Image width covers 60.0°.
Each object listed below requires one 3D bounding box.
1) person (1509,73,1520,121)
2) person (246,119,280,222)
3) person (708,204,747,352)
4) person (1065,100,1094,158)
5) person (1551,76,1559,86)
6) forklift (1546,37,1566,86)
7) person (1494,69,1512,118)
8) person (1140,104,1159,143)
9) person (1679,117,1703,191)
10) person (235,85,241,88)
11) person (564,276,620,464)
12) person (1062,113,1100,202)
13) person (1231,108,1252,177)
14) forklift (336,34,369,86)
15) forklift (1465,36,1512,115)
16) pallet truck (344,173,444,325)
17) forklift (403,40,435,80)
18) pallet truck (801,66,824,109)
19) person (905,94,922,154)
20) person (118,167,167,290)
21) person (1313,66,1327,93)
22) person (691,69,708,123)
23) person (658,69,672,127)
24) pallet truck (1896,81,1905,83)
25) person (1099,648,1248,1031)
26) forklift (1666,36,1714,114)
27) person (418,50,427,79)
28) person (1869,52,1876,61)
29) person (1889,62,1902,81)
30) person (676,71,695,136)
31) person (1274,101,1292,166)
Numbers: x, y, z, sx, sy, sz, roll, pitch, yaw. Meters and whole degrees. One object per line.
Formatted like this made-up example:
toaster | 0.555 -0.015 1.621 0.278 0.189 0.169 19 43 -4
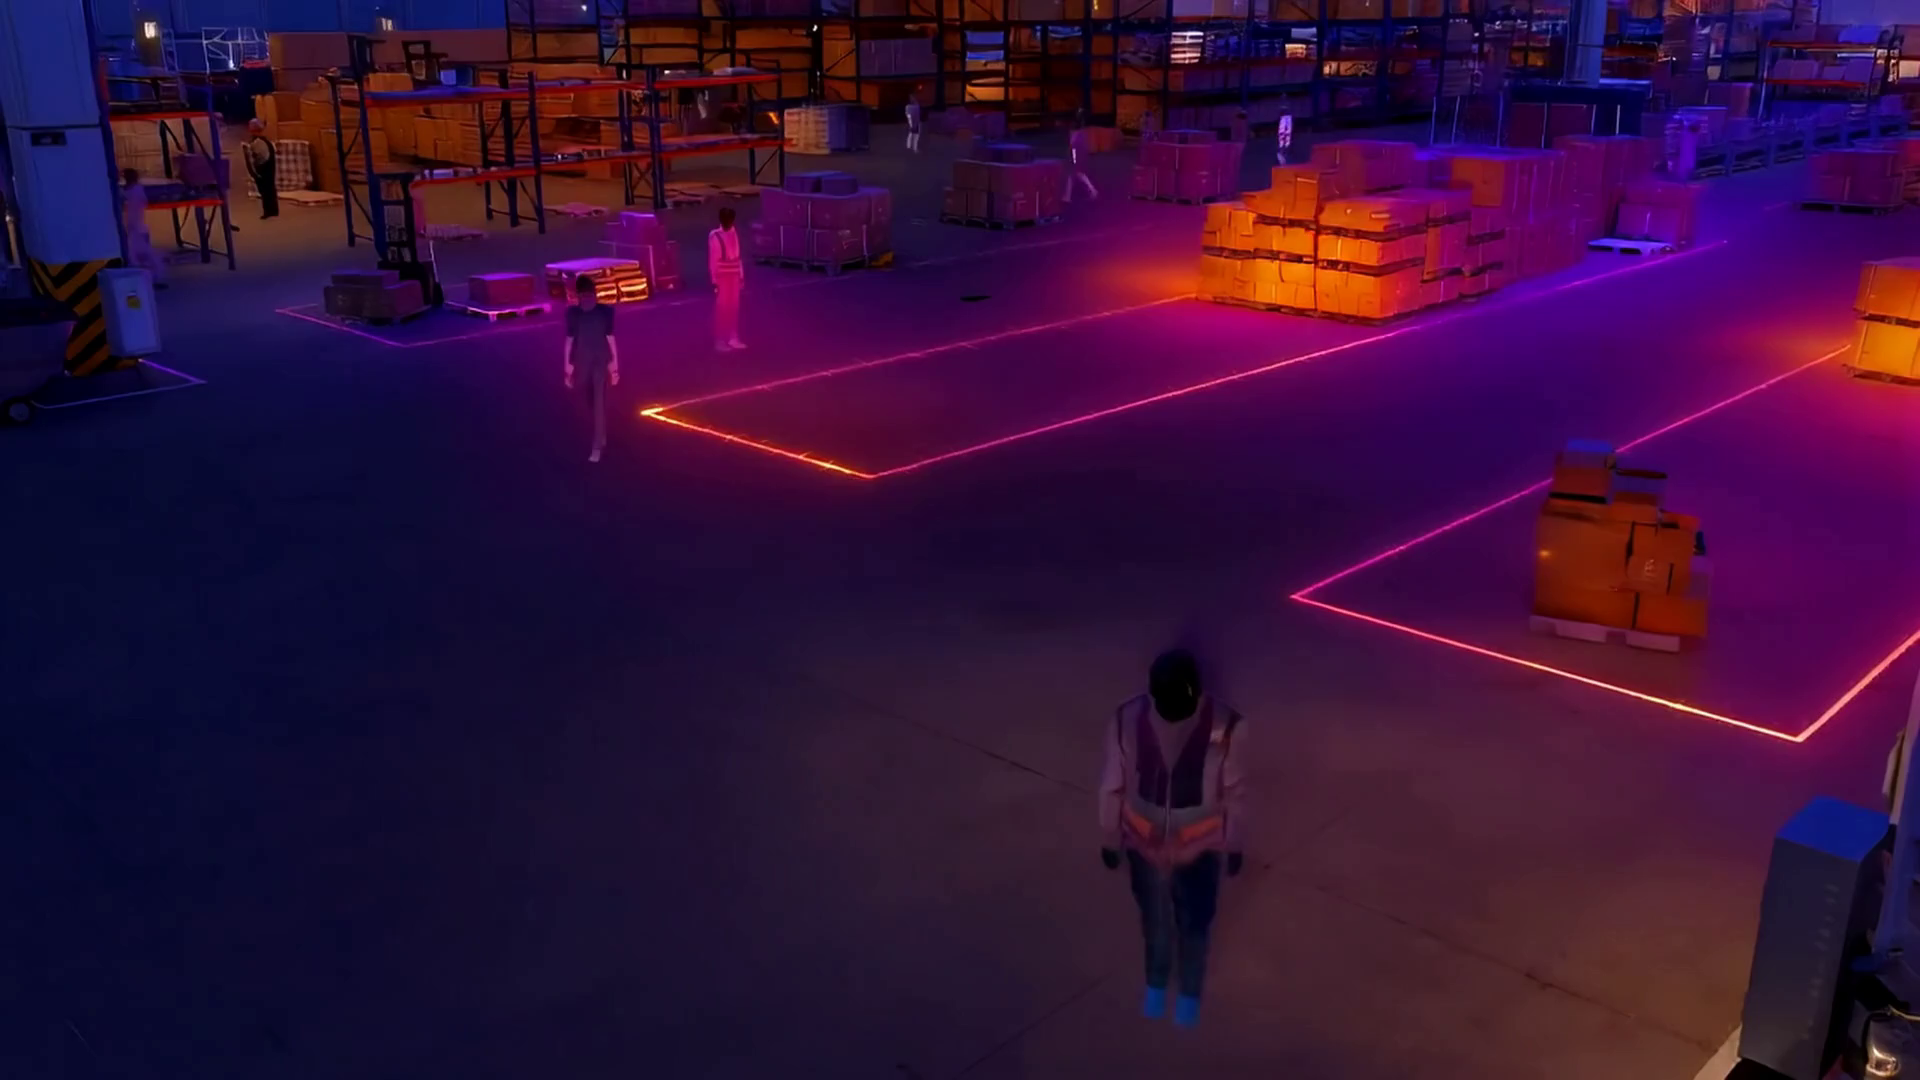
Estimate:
person | 19.791 -15.807 59.354 0.281 1.634 0.498 8 20 23
person | -14.097 -7.456 33.558 0.538 2.000 0.683 0 18 1
person | -3.017 -3.409 21.609 0.337 1.882 0.585 12 22 33
person | 3.305 -11.351 45.974 0.835 1.605 0.505 -2 18 -6
person | 18.391 -13.405 51.664 0.649 1.919 0.570 -17 25 -41
forklift | 21.805 -16.886 60.657 1.873 2.768 1.129 -6 19 -17
person | 19.701 -16.155 60.237 0.788 1.737 0.537 1 18 2
person | 5.032 -10.856 44.484 0.517 1.612 0.750 -5 19 -15
person | 15.461 -7.970 35.273 0.378 1.932 0.552 2 19 7
person | -20.200 -11.833 46.906 0.379 1.940 0.629 5 19 14
person | -3.703 -1.764 16.742 0.529 1.838 0.936 0 18 1
person | 2.635 -8.405 36.587 0.890 1.942 0.611 13 22 33
person | 6.924 -9.817 41.178 0.540 1.714 0.876 14 23 35
forklift | -23.470 -18.295 64.902 1.129 2.768 1.873 17 25 41
forklift | 19.973 -17.201 61.605 1.873 2.768 1.129 16 24 40
pallet truck | -8.209 -4.181 23.757 0.823 1.965 1.885 3 19 9
forklift | -18.585 -15.791 57.357 1.873 2.768 1.129 17 24 41
pallet truck | -4.812 -15.182 56.903 0.823 1.965 1.885 -9 21 -26
person | -1.338 -11.822 47.268 0.452 1.689 0.547 12 22 32
person | -12.825 -4.781 25.707 0.879 1.903 0.652 -11 21 -30
person | 15.334 -19.690 71.000 0.553 1.655 0.831 9 20 25
person | -9.209 -15.578 58.389 0.761 1.819 0.630 -16 24 -40
person | -10.068 -15.084 56.745 0.589 1.912 0.393 12 22 31
pallet truck | 34.802 -16.331 61.455 0.653 1.274 1.630 17 25 41
person | 0.931 1.338 7.397 0.650 1.825 0.498 5 19 16
forklift | 27.341 -17.291 61.877 1.129 2.768 1.873 17 25 41
person | -23.393 -20.411 72.750 0.547 1.938 0.359 -7 20 -19
person | 38.661 -19.739 70.704 0.515 1.956 0.644 -2 18 -6
person | 37.149 -18.081 66.057 0.547 1.724 0.862 -15 24 -38
person | -8.822 -13.980 53.287 0.612 1.995 0.382 13 22 35
person | 7.896 -9.730 40.597 0.430 1.917 0.549 9 20 25
